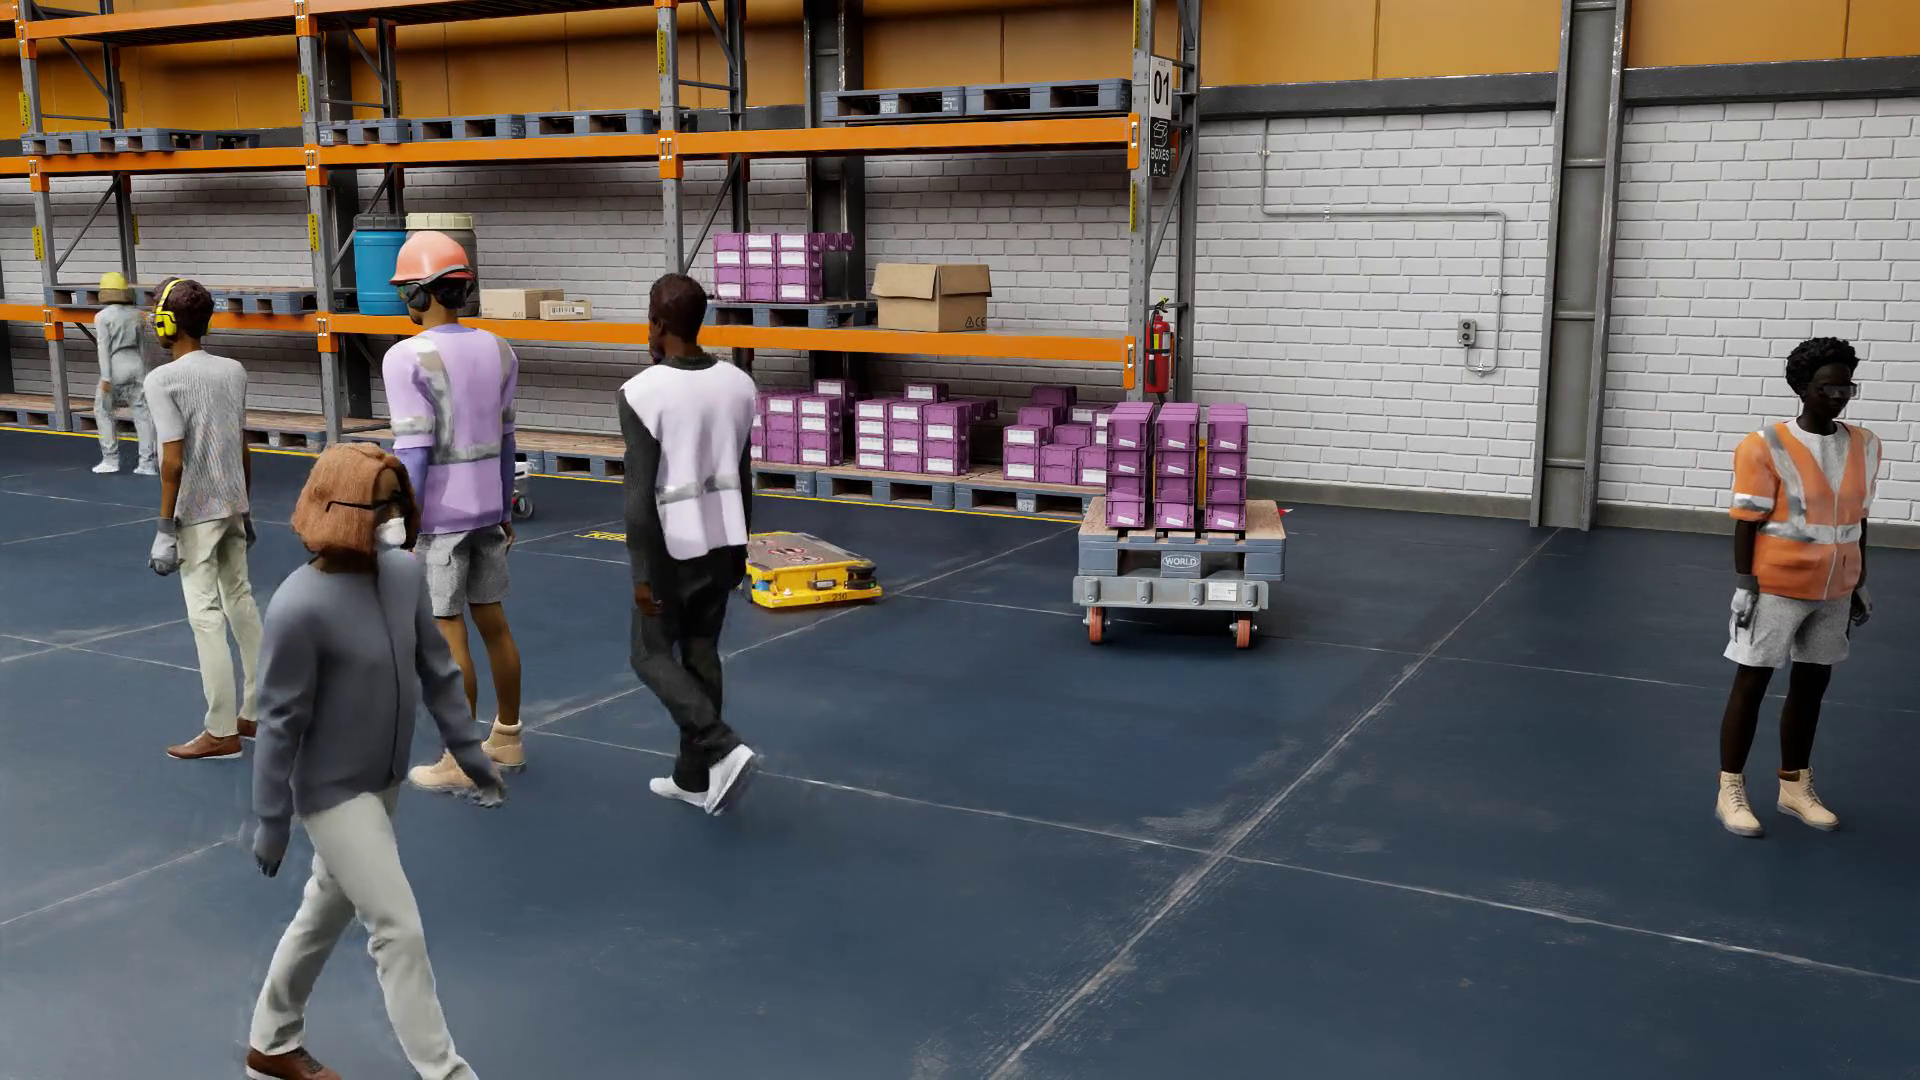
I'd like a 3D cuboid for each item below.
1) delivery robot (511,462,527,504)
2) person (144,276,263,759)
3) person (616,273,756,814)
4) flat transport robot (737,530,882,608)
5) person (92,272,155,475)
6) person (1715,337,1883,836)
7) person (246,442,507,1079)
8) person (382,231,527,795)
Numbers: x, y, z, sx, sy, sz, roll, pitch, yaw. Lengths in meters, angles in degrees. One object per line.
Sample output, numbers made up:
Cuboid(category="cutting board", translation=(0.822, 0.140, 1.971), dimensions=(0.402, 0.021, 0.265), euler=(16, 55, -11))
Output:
Cuboid(category="delivery robot", translation=(-3.455, -0.460, 11.914), dimensions=(0.707, 0.478, 0.477), euler=(5, 11, 24))
Cuboid(category="person", translation=(-2.941, -0.074, 6.454), dimensions=(0.332, 1.870, 0.514), euler=(3, 11, 15))
Cuboid(category="person", translation=(-0.910, 0.035, 5.765), dimensions=(0.566, 1.902, 0.595), euler=(9, 14, 40))
Cuboid(category="flat transport robot", translation=(-1.045, 0.144, 9.639), dimensions=(0.652, 0.197, 1.431), euler=(-5, 12, -27))
Cuboid(category="person", translation=(-7.183, -1.407, 14.169), dimensions=(0.683, 1.721, 0.498), euler=(5, 11, 25))
Cuboid(category="person", translation=(2.840, 0.162, 5.626), dimensions=(0.538, 1.695, 0.319), euler=(-2, 11, -10))
Cuboid(category="person", translation=(-1.344, 0.562, 3.738), dimensions=(0.853, 1.583, 0.506), euler=(2, 11, 11))
Cuboid(category="person", translation=(-1.871, -0.093, 6.075), dimensions=(0.392, 2.041, 0.615), euler=(5, 11, 24))
